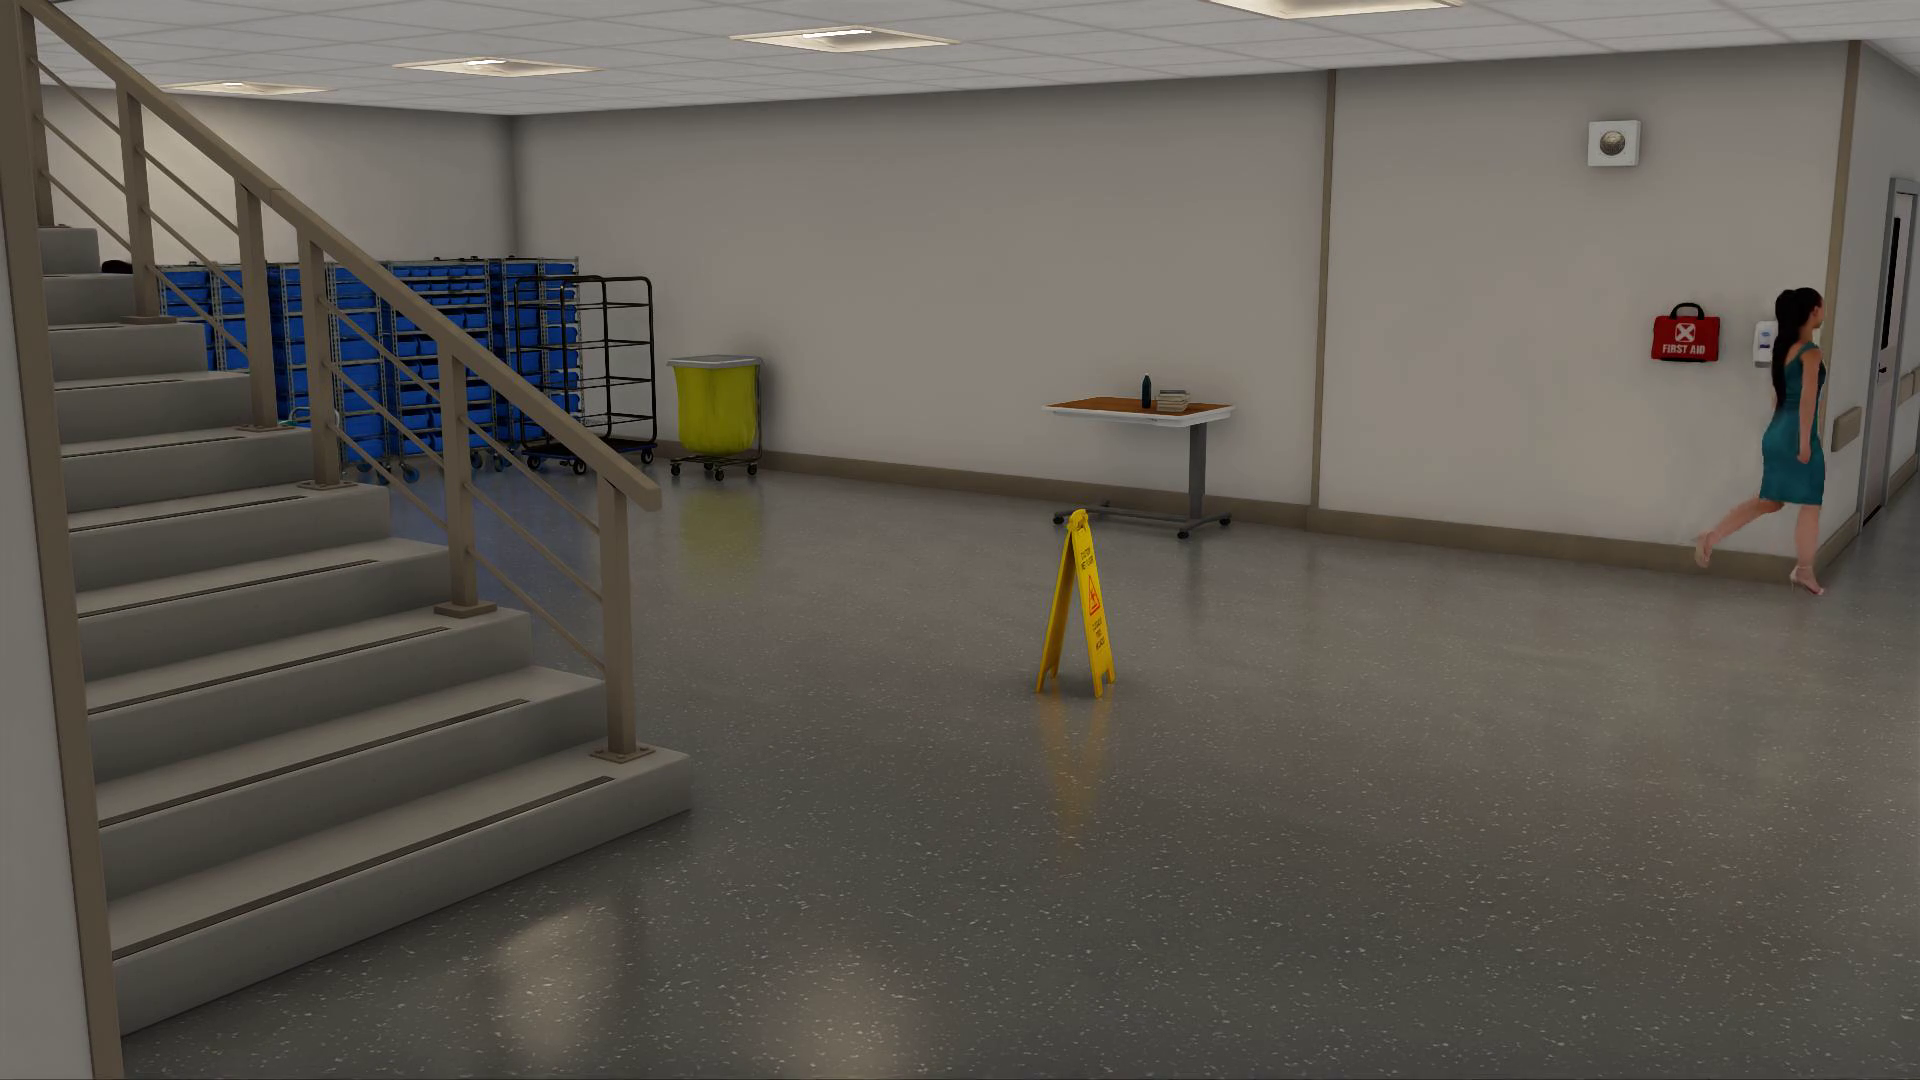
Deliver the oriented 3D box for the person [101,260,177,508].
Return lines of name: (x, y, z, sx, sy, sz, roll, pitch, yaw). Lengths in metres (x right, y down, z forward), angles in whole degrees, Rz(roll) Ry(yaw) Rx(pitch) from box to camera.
person: (-4.852, -0.734, 9.803, 0.656, 1.814, 0.729, 4, 11, 18)

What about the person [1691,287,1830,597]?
person: (4.410, -0.508, 9.010, 1.050, 1.665, 0.898, 1, 11, 3)
